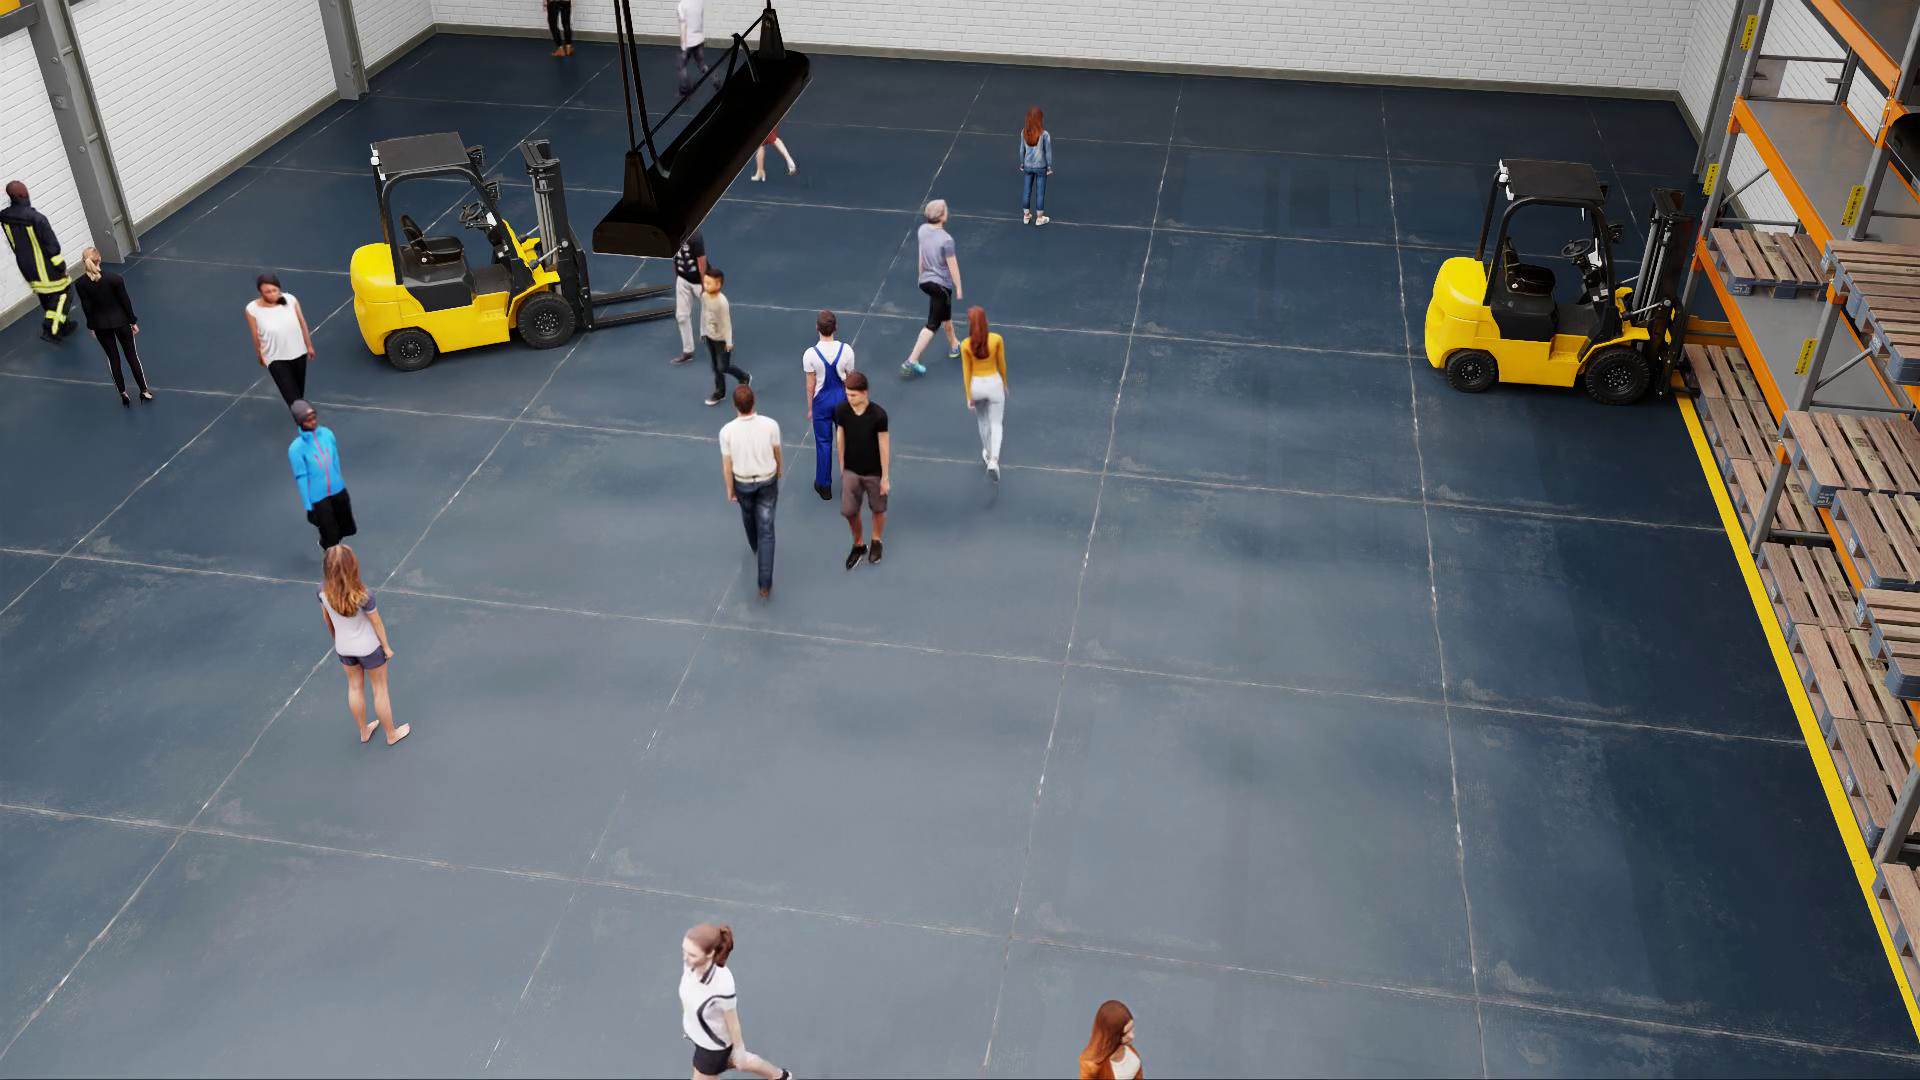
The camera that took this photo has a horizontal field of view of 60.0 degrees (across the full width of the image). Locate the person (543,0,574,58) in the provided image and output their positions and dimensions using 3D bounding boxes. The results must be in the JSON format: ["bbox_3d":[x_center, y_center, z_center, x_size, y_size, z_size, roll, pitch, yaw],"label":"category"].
[{"bbox_3d":[-6.331,-8.505,26.244,0.736,1.693,0.805,-13,36,-19],"label":"person"}]

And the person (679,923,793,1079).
[{"bbox_3d":[-1.308,2.746,9.301,1.182,1.712,1.065,-25,41,-32],"label":"person"}]

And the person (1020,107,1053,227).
[{"bbox_3d":[0.929,-4.636,20.620,0.621,1.476,0.578,15,36,21],"label":"person"}]

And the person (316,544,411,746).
[{"bbox_3d":[-4.425,0.779,12.240,0.601,1.733,0.538,7,34,10],"label":"person"}]

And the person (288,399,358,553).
[{"bbox_3d":[-5.386,-0.386,13.950,0.857,1.782,0.870,20,39,27],"label":"person"}]

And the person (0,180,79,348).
[{"bbox_3d":[-9.869,-2.969,17.792,0.783,1.831,0.915,9,35,13],"label":"person"}]

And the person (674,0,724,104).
[{"bbox_3d":[-3.823,-7.221,24.214,1.047,1.804,1.192,21,39,28],"label":"person"}]

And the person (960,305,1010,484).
[{"bbox_3d":[0.241,-1.316,15.405,0.775,1.719,1.079,0,34,-1],"label":"person"}]

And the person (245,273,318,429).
[{"bbox_3d":[-6.607,-1.850,16.274,1.109,1.647,1.111,-26,42,-34],"label":"person"}]

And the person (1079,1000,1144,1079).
[{"bbox_3d":[0.750,3.050,8.834,0.747,1.723,0.624,19,38,26],"label":"person"}]

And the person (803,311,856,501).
[{"bbox_3d":[-1.172,-1.232,15.160,0.706,1.851,0.699,-7,34,-11],"label":"person"}]

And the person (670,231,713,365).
[{"bbox_3d":[-2.733,-2.709,17.469,0.859,1.755,1.036,17,37,24],"label":"person"}]

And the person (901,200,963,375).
[{"bbox_3d":[-0.295,-2.583,17.194,1.287,1.850,1.195,-23,40,-30],"label":"person"}]

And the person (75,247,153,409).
[{"bbox_3d":[-8.475,-2.123,16.632,0.702,1.706,0.702,-11,35,-16],"label":"person"}]

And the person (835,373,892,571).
[{"bbox_3d":[-0.772,-0.654,14.304,0.698,1.837,0.709,7,34,10],"label":"person"}]

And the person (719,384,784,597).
[{"bbox_3d":[-1.701,-0.391,13.939,0.891,1.801,1.328,-3,34,-5],"label":"person"}]

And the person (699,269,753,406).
[{"bbox_3d":[-2.380,-2.063,16.772,0.841,1.451,0.756,-28,43,-36],"label":"person"}]
